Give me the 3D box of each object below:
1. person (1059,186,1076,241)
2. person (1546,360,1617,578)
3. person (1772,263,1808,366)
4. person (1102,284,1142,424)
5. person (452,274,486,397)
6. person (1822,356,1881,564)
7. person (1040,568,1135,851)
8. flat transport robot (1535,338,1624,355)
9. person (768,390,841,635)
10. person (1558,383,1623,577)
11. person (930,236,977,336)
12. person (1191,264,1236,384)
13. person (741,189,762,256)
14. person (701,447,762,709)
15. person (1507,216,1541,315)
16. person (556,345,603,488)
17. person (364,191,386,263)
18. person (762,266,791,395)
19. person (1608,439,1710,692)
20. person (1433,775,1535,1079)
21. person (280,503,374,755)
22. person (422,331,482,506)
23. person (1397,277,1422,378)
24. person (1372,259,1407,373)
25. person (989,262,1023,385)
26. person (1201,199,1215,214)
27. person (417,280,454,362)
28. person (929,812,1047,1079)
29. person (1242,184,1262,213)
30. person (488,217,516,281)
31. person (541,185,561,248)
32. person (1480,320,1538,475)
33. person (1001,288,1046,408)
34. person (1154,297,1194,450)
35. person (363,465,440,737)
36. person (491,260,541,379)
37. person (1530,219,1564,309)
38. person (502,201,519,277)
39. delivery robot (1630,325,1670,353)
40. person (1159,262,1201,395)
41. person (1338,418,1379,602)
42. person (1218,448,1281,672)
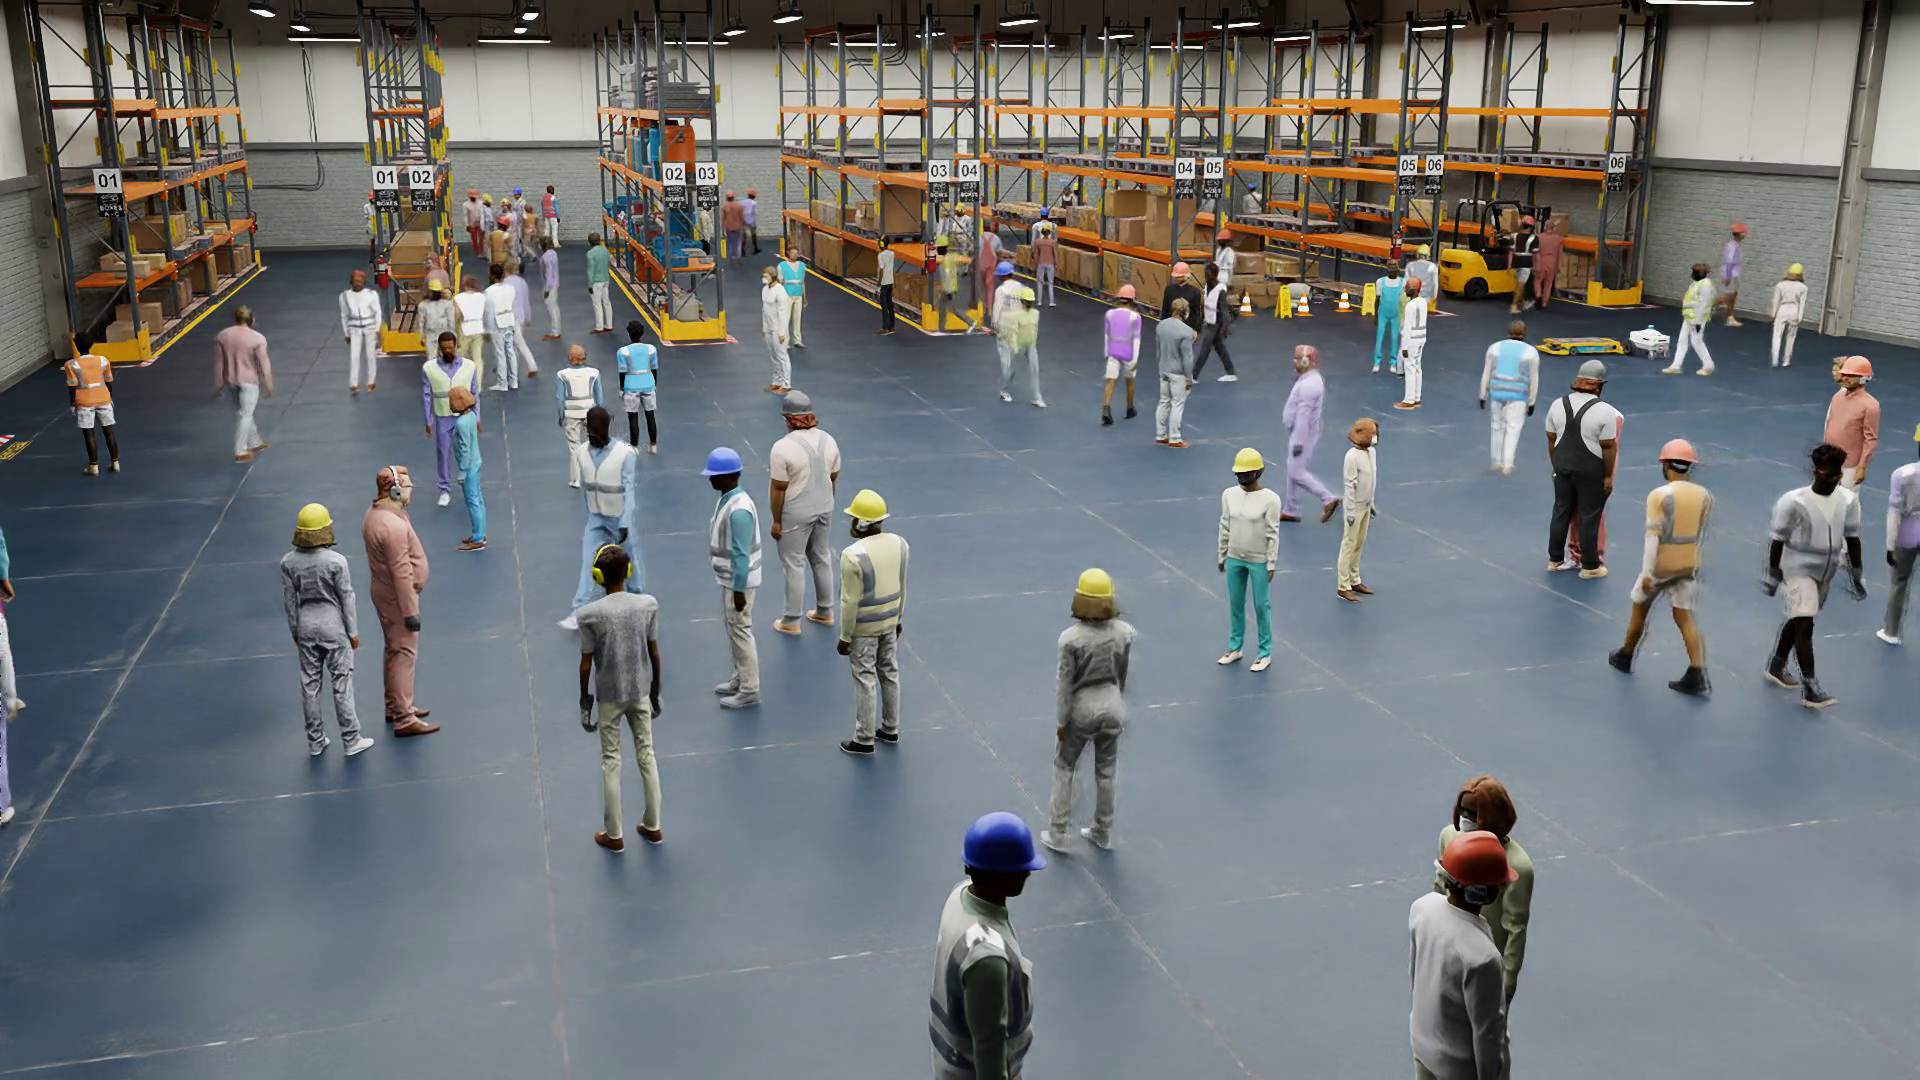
[{"bbox_3d":[3.203,-9.644,49.641,0.520,1.837,0.356,3,15,11],"label":"person"},{"bbox_3d":[5.812,-0.675,15.477,0.538,2.000,0.681,-11,19,-37],"label":"person"},{"bbox_3d":[13.688,-3.710,27.503,0.487,1.724,0.698,9,17,30],"label":"person"},{"bbox_3d":[2.204,-2.550,22.813,0.565,1.904,0.944,7,16,23],"label":"person"},{"bbox_3d":[-7.359,-3.065,24.880,0.623,1.821,0.583,13,20,41],"label":"person"},{"bbox_3d":[8.466,-0.771,15.922,0.373,1.997,0.618,-3,15,-12],"label":"person"},{"bbox_3d":[0.749,1.001,9.767,0.519,1.732,0.396,-5,16,-17],"label":"person"},{"bbox_3d":[10.913,-3.403,29.136,1.431,0.197,0.652,-2,15,-7],"label":"flat transport robot"},{"bbox_3d":[-1.342,-0.253,13.890,0.538,2.000,0.689,13,20,41],"label":"person"},{"bbox_3d":[5.864,-0.616,15.520,0.407,1.907,0.598,-9,17,-30],"label":"person"},{"bbox_3d":[-0.112,-4.729,31.036,0.822,1.887,0.594,-1,15,-5],"label":"person"},{"bbox_3d":[3.916,-3.373,25.973,1.027,1.861,0.615,-4,15,-15],"label":"person"},{"bbox_3d":[-5.972,-8.999,47.115,0.651,1.872,0.995,5,16,18],"label":"person"},{"bbox_3d":[-1.651,0.270,12.130,0.418,1.938,0.616,-4,15,-15],"label":"person"},{"bbox_3d":[11.731,-5.683,34.401,1.028,1.990,0.634,-11,18,-36],"label":"person"},{"bbox_3d":[-4.333,-1.408,19.003,0.523,1.638,0.311,-6,16,-21],"label":"person"},{"bbox_3d":[-15.821,-8.469,45.014,0.545,1.933,0.376,-1,15,-5],"label":"person"},{"bbox_3d":[-2.780,-3.160,25.057,0.379,1.929,0.630,-9,17,-29],"label":"person"},{"bbox_3d":[5.364,0.193,12.547,0.571,1.890,0.932,-4,15,-16],"label":"person"},{"bbox_3d":[2.198,1.766,7.090,0.280,1.624,0.493,-9,17,-31],"label":"person"},{"bbox_3d":[-4.288,0.606,11.227,0.484,1.744,0.295,2,15,6],"label":"person"},{"bbox_3d":[-5.552,-1.335,18.200,0.597,1.915,0.371,-6,16,-20],"label":"person"},{"bbox_3d":[7.132,-3.359,26.379,0.284,1.627,0.504,-7,17,-26],"label":"person"},{"bbox_3d":[6.965,-3.622,26.939,0.506,1.846,0.351,4,15,13],"label":"person"},{"bbox_3d":[0.659,-3.374,25.866,0.583,1.912,0.642,12,19,37],"label":"person"},{"bbox_3d":[7.147,-9.137,47.703,0.575,1.836,0.817,-4,15,-16],"label":"person"},{"bbox_3d":[-7.829,-3.022,24.954,0.505,1.702,0.719,-8,17,-26],"label":"person"},{"bbox_3d":[0.097,1.890,6.031,0.413,1.940,0.601,-2,15,-7],"label":"person"},{"bbox_3d":[8.702,-9.612,49.396,0.680,1.896,0.472,7,16,25],"label":"person"},{"bbox_3d":[-9.905,-6.045,35.995,0.595,1.894,0.647,6,16,21],"label":"person"},{"bbox_3d":[-12.201,-9.653,49.670,0.624,1.835,0.431,7,17,26],"label":"person"},{"bbox_3d":[6.538,-1.704,19.775,0.642,1.846,0.435,11,19,36],"label":"person"},{"bbox_3d":[0.900,-2.820,24.176,0.544,1.716,0.921,-9,17,-29],"label":"person"},{"bbox_3d":[2.719,-2.107,21.088,0.367,1.930,0.635,-10,18,-33],"label":"person"},{"bbox_3d":[-3.918,0.415,11.660,0.400,1.899,0.652,-8,17,-27],"label":"person"},{"bbox_3d":[-7.094,-3.506,26.443,1.063,1.885,0.627,7,16,25],"label":"person"},{"bbox_3d":[12.334,-5.793,35.024,0.658,1.890,0.610,3,15,12],"label":"person"},{"bbox_3d":[-11.095,-7.360,40.887,0.403,1.911,0.637,0,15,2],"label":"person"},{"bbox_3d":[11.838,-3.440,28.549,0.477,0.478,0.707,-4,15,-14],"label":"delivery robot"},{"bbox_3d":[3.297,-3.172,24.978,0.608,1.987,0.391,8,17,27],"label":"person"},{"bbox_3d":[3.548,-0.280,14.767,0.287,1.635,0.500,11,18,35],"label":"person"},{"bbox_3d":[2.230,0.149,12.926,0.527,1.761,0.327,13,19,39],"label":"person"}]
